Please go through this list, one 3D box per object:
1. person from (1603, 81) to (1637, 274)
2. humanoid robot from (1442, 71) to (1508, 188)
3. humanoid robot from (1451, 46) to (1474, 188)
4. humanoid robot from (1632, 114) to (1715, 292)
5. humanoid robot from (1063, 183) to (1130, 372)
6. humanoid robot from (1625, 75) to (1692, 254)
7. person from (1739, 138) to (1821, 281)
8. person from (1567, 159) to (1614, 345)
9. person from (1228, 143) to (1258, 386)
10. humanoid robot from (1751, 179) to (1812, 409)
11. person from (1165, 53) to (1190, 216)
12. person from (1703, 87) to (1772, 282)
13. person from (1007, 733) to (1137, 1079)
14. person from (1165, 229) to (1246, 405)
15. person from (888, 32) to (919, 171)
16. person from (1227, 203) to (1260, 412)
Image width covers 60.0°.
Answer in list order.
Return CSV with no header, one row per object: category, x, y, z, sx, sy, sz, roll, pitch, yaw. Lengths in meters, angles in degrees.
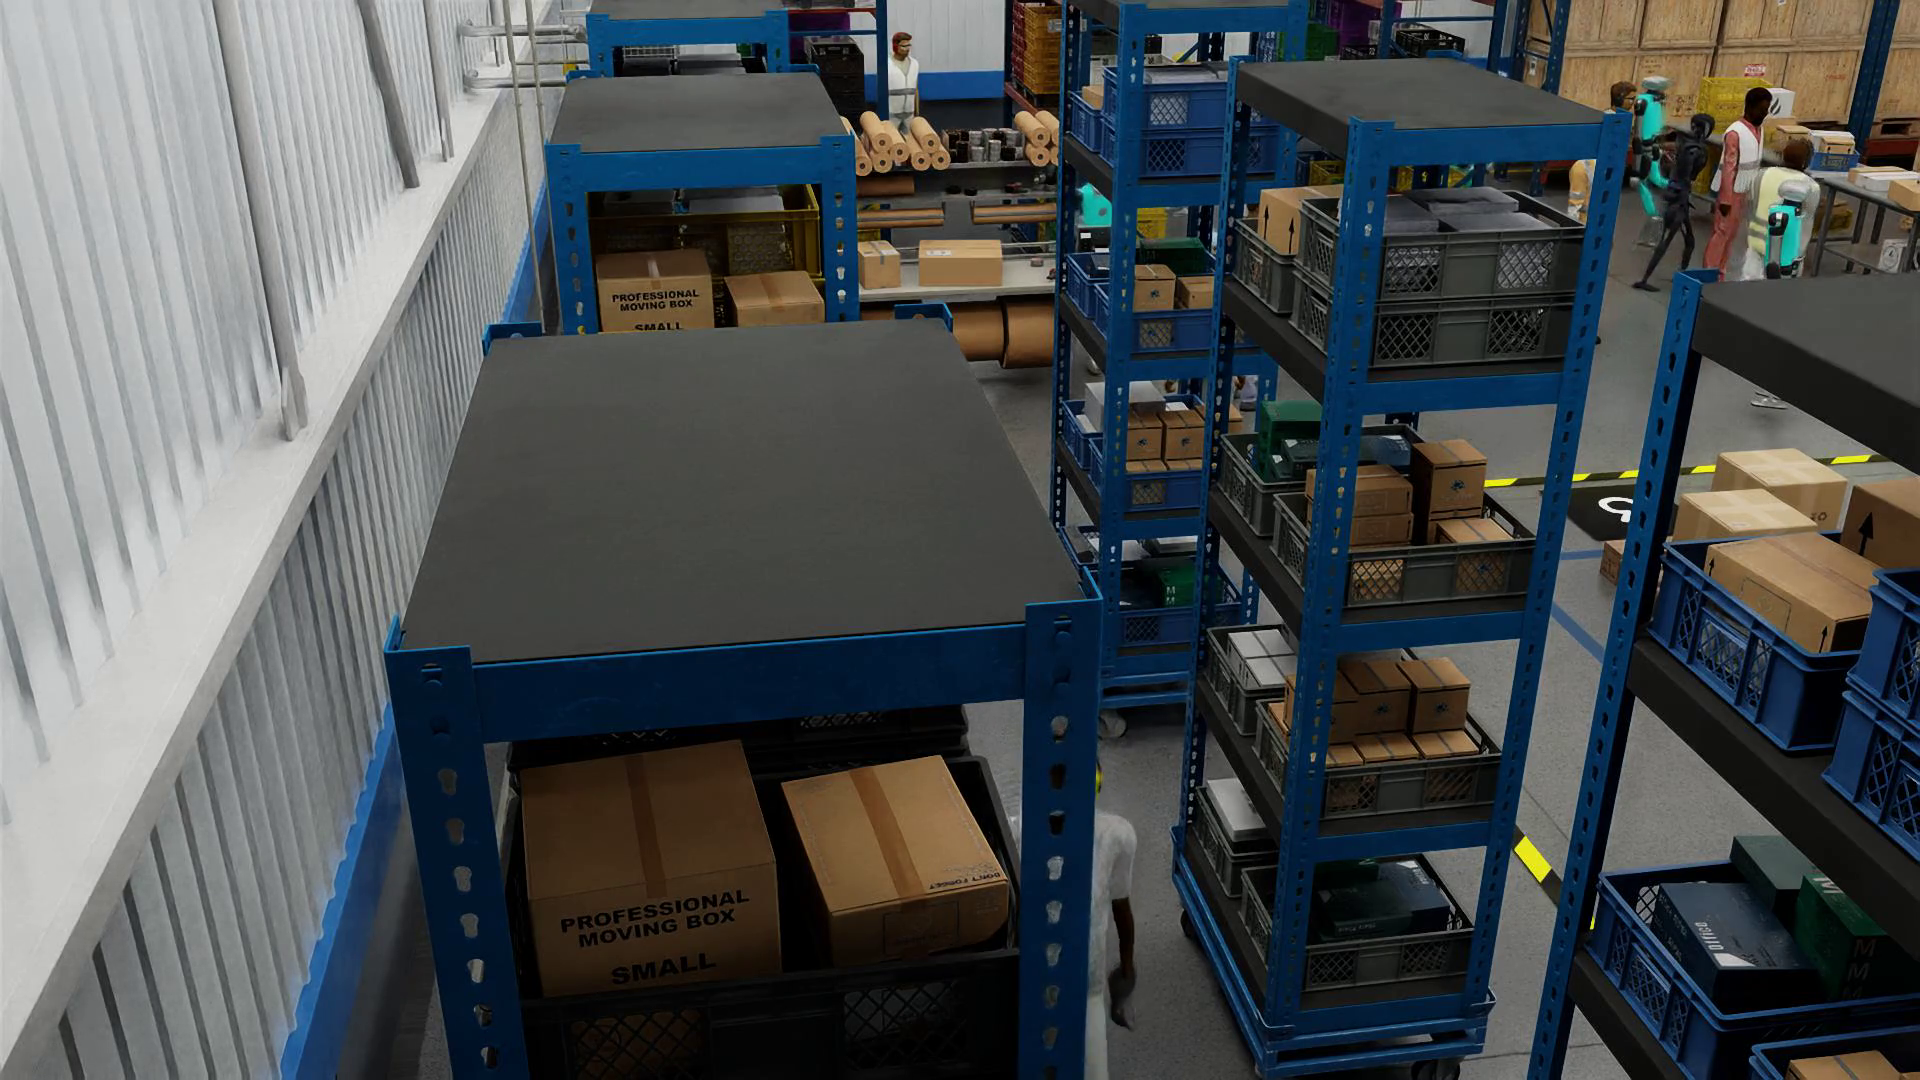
person,6.200,-3.471,15.974,0.353,1.836,0.508,4,25,9
humanoid robot,5.226,-3.969,17.151,0.540,1.737,0.969,-16,29,-31
humanoid robot,5.551,-4.460,18.273,0.533,1.791,0.818,-19,31,-35
humanoid robot,6.702,-3.135,15.442,0.595,1.631,0.613,10,27,21
humanoid robot,1.029,-2.121,13.288,0.538,1.903,0.752,-5,25,-11
humanoid robot,6.978,-3.649,16.502,0.752,1.813,0.548,21,32,38
person,6.700,-2.411,13.711,0.938,1.801,0.631,-16,29,-31
person,5.268,-2.559,13.865,0.544,1.938,0.359,-14,28,-28
person,2.221,-2.223,13.020,0.402,2.035,0.615,0,25,0
humanoid robot,6.217,-1.774,12.234,0.735,1.680,0.533,17,30,33
person,2.355,-4.418,18.146,0.484,1.735,0.308,22,33,40
person,7.089,-3.171,15.222,0.393,1.916,0.590,21,32,38
person,0.301,1.426,5.297,0.535,1.863,0.566,-2,25,-5
person,1.604,-1.111,10.820,0.589,1.852,0.378,-5,25,-10
person,-0.699,-4.854,18.980,0.565,1.836,0.385,-19,31,-35
person,2.186,-1.851,12.529,0.325,1.768,0.524,-13,28,-25
